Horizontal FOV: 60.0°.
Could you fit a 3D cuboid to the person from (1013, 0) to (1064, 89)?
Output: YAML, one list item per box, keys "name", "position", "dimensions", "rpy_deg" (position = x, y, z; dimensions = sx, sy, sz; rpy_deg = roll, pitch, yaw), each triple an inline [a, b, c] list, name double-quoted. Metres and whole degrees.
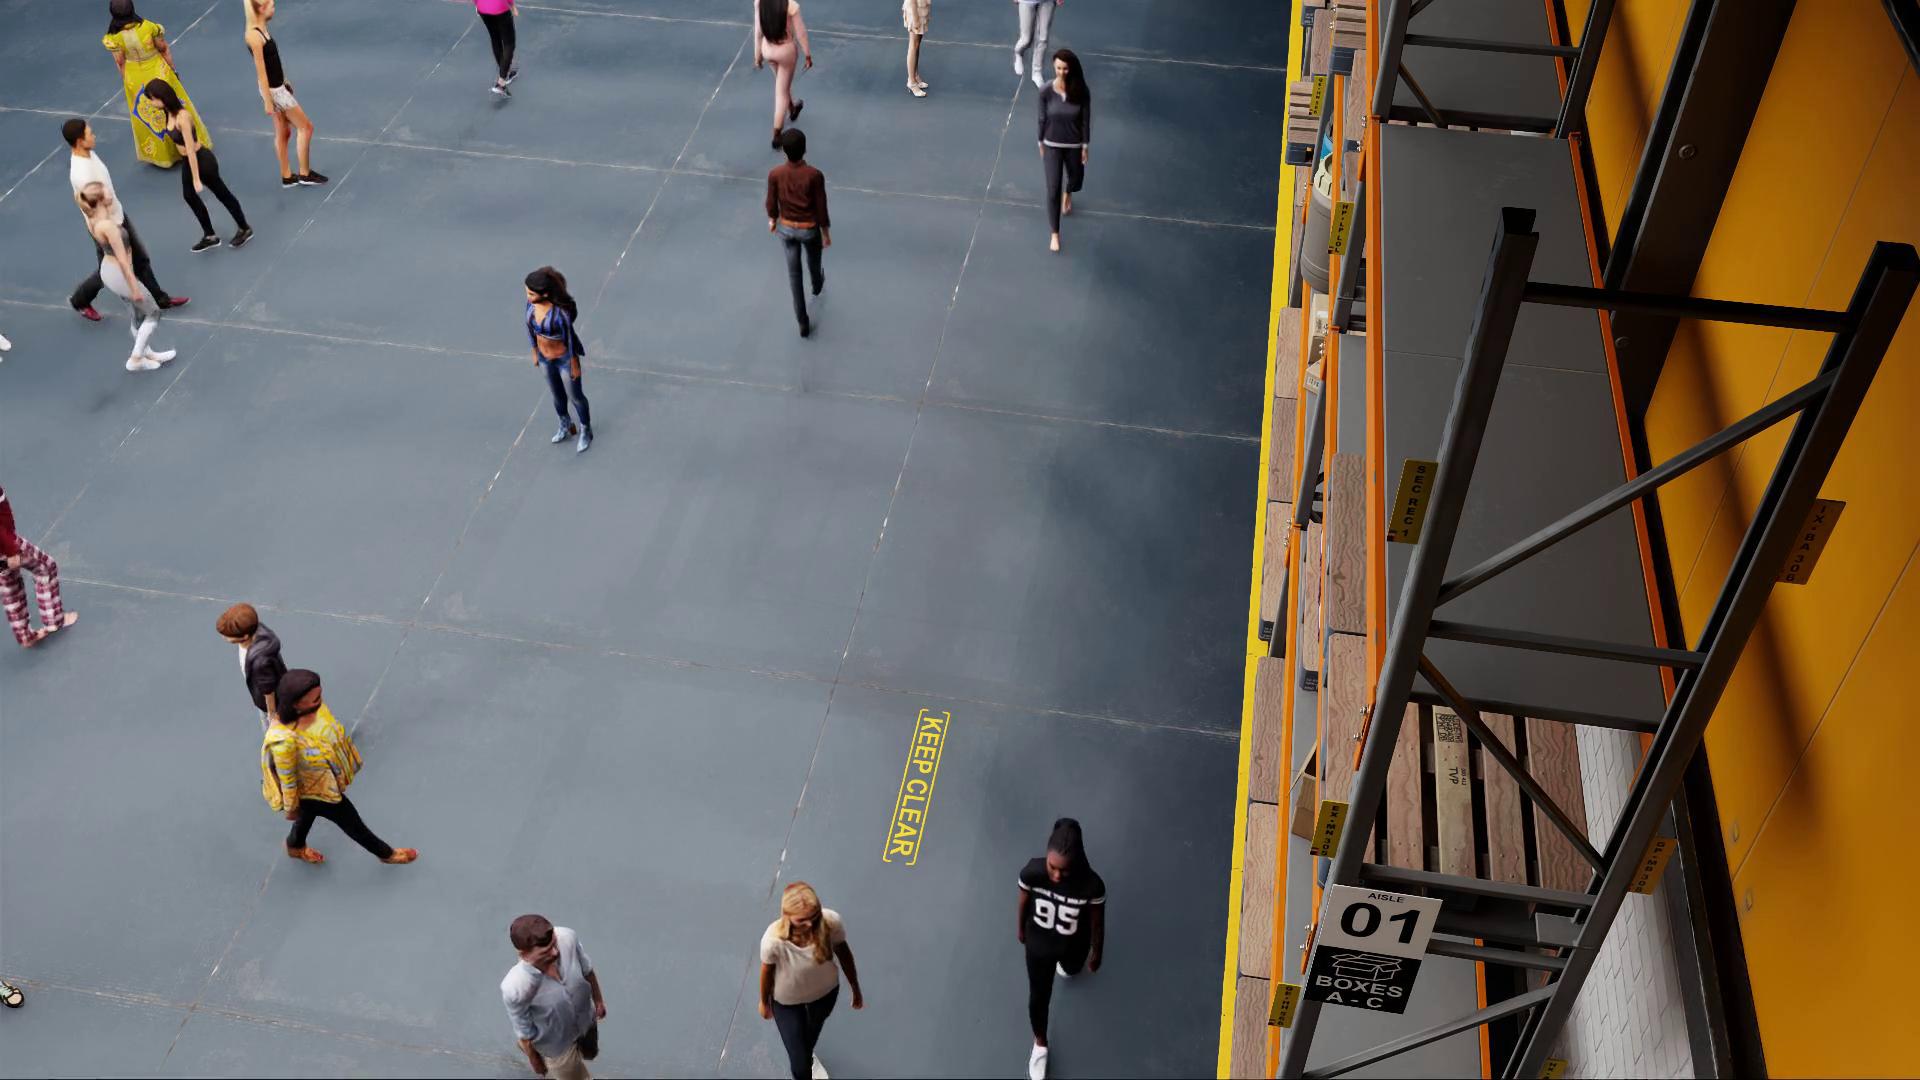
- name: "person"
  position: [0.749, -5.418, 16.393]
  dimensions: [0.807, 1.876, 0.885]
  rpy_deg: [-9, 44, -10]

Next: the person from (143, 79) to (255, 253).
- name: "person"
  position: [-6.474, -3.255, 14.313]
  dimensions: [0.864, 1.613, 0.936]
  rpy_deg: [30, 51, 27]

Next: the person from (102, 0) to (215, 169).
- name: "person"
  position: [-7.452, -4.226, 15.306]
  dimensions: [0.999, 1.659, 1.030]
  rpy_deg: [-20, 47, -20]

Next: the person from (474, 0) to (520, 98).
- name: "person"
  position: [-4.575, -5.160, 16.264]
  dimensions: [0.683, 1.690, 0.928]
  rpy_deg: [13, 45, 13]

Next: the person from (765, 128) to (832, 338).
- name: "person"
  position: [-1.292, -2.419, 13.336]
  dimensions: [0.780, 1.750, 1.065]
  rpy_deg: [1, 44, 1]

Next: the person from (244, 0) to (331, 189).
- name: "person"
  position: [-6.260, -4.033, 14.974]
  dimensions: [0.852, 1.827, 0.765]
  rpy_deg: [-9, 44, -9]

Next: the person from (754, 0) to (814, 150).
- name: "person"
  position: [-1.721, -4.458, 15.519]
  dimensions: [0.817, 1.690, 1.074]
  rpy_deg: [17, 46, 17]

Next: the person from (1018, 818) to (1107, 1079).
- name: "person"
  position: [0.536, 2.022, 8.713]
  dimensions: [0.628, 1.696, 1.109]
  rpy_deg: [9, 44, 9]

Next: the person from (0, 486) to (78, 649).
- name: "person"
  position: [-6.294, 0.032, 10.814]
  dimensions: [0.753, 1.680, 0.792]
  rpy_deg: [33, 52, 29]

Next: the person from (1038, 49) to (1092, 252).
- name: "person"
  position: [0.907, -3.450, 14.420]
  dimensions: [0.758, 1.747, 1.092]
  rpy_deg: [-1, 44, -1]

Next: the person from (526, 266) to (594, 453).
- name: "person"
  position: [-2.968, -1.340, 12.298]
  dimensions: [0.678, 1.618, 0.659]
  rpy_deg: [21, 47, 20]

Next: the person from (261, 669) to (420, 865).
- name: "person"
  position: [-3.757, 1.357, 9.484]
  dimensions: [0.910, 1.596, 1.039]
  rpy_deg: [0, 44, 0]

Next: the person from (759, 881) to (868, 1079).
- name: "person"
  position: [-0.823, 2.227, 8.427]
  dimensions: [0.847, 1.794, 0.910]
  rpy_deg: [-20, 47, -20]

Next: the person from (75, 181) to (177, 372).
- name: "person"
  position: [-6.584, -1.988, 12.928]
  dimensions: [0.752, 1.688, 0.805]
  rpy_deg: [28, 50, 26]

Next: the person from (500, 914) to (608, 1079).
- name: "person"
  position: [-2.038, 2.368, 8.254]
  dimensions: [0.925, 1.828, 1.067]
  rpy_deg: [22, 48, 21]

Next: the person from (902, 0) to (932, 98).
- name: "person"
  position: [-0.434, -5.182, 16.245]
  dimensions: [0.626, 1.736, 0.459]
  rpy_deg: [6, 44, 6]

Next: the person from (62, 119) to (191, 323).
- name: "person"
  position: [-7.001, -2.539, 13.459]
  dimensions: [1.038, 1.763, 1.180]
  rpy_deg: [-9, 44, -9]
